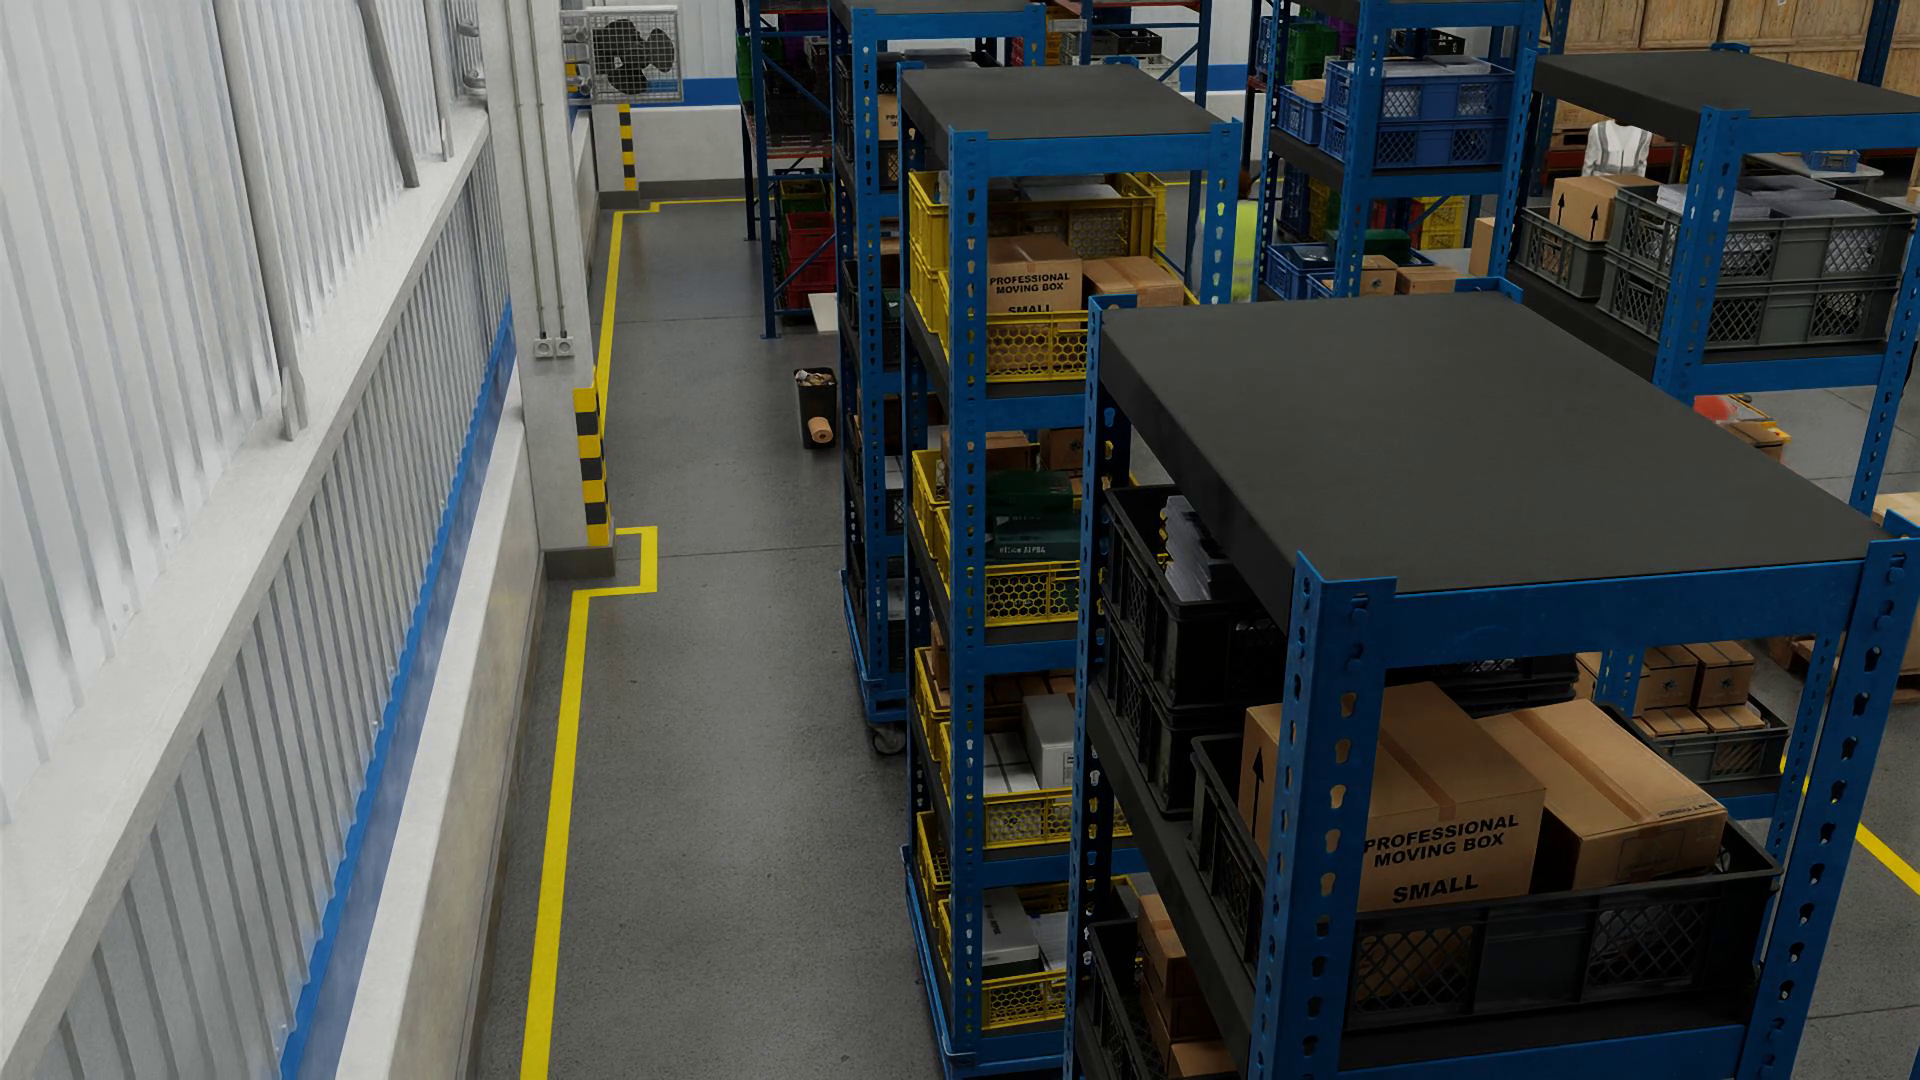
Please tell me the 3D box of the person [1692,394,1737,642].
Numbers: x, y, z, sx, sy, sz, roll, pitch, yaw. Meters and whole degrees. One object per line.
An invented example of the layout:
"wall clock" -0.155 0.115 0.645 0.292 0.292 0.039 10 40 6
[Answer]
"person" 3.307 0.229 7.776 0.608 1.946 0.848 3 25 6

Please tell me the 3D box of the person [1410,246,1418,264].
"person" 2.514 -0.968 10.436 0.570 1.896 0.647 6 25 13

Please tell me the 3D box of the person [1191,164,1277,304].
"person" 2.042 -1.914 12.575 0.628 1.849 0.429 -3 25 -6

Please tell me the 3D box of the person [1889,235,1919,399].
"person" 7.247 -1.757 12.393 0.532 1.694 0.320 7 26 14

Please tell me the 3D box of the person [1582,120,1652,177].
"person" 5.988 -3.191 15.289 0.574 1.881 0.357 1 25 1

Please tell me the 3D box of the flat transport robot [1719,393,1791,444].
"flat transport robot" 5.224 -0.859 12.132 1.431 0.197 0.652 -4 25 -8
